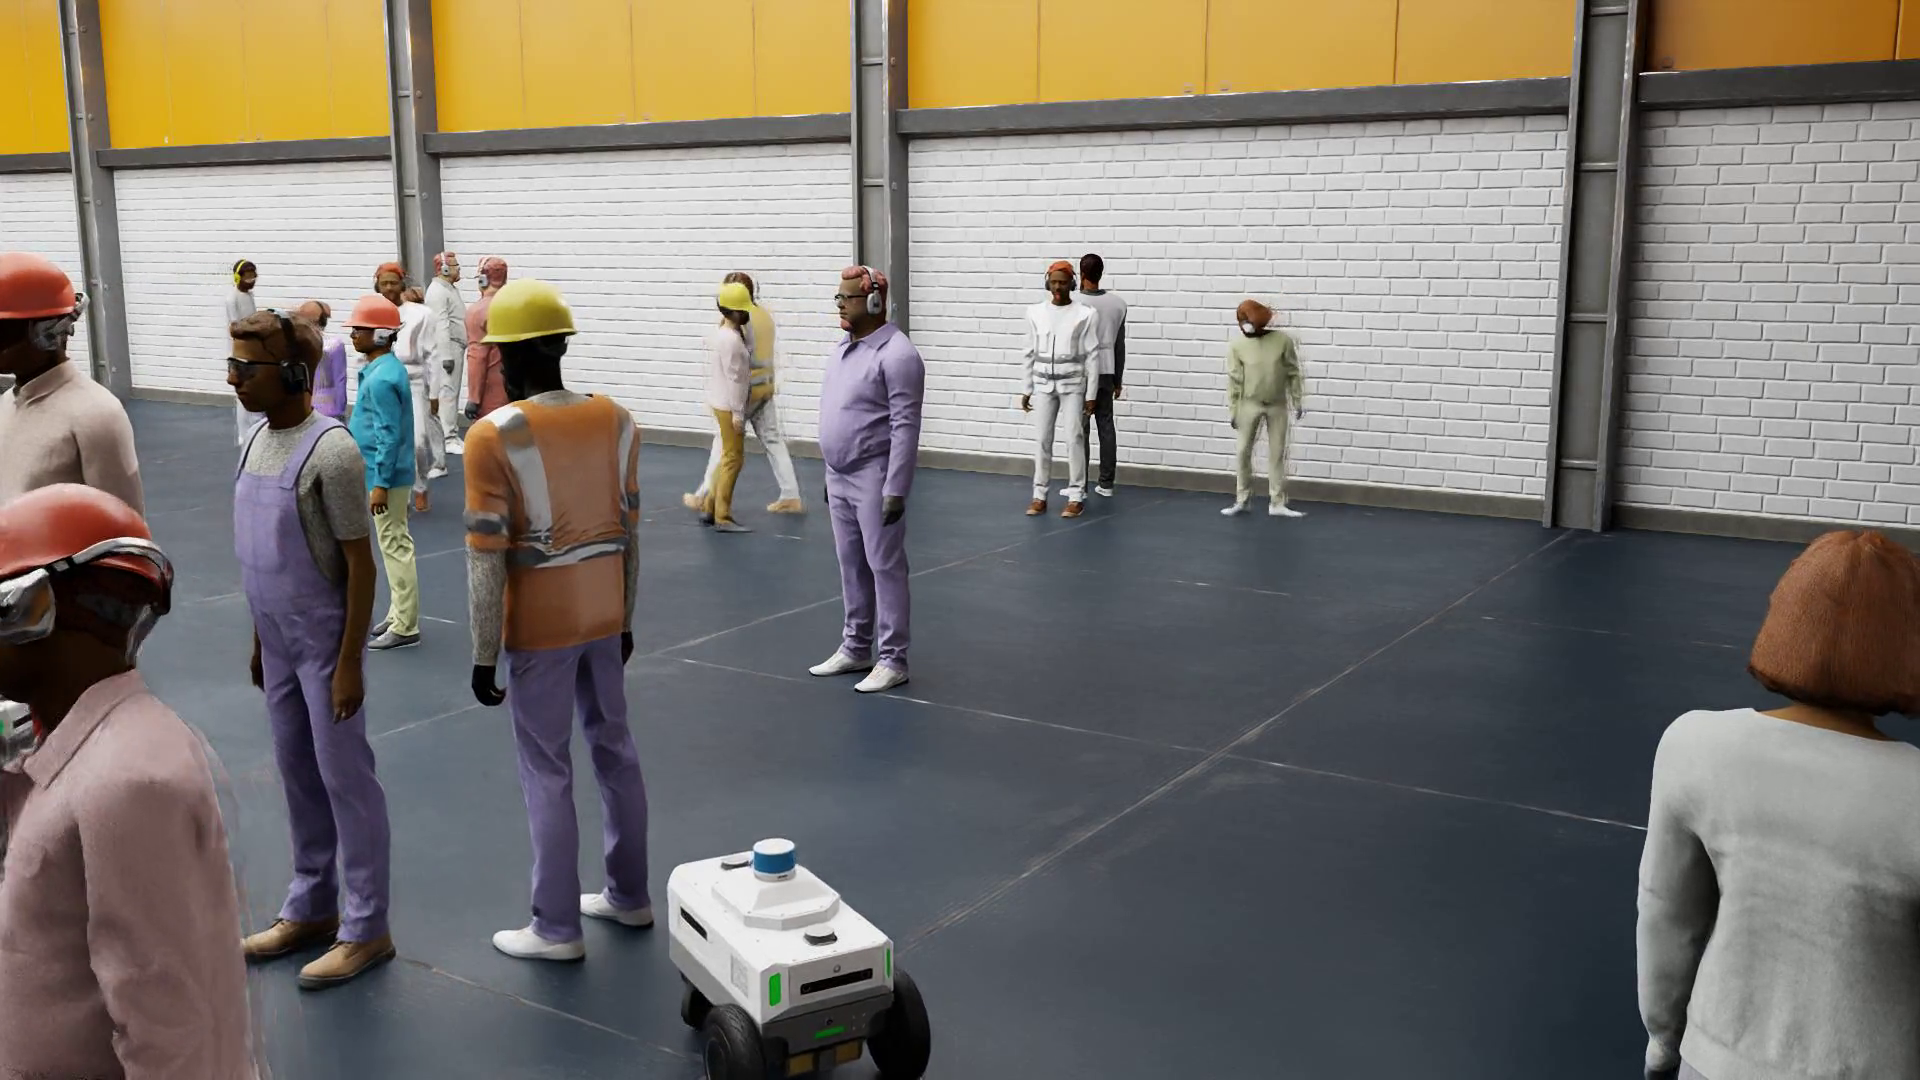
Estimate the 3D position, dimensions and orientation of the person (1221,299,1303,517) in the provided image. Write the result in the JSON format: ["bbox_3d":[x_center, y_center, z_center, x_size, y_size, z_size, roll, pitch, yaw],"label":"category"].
[{"bbox_3d":[2.242,-0.944,12.098,0.610,1.597,0.320,1,10,5],"label":"person"}]

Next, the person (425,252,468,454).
[{"bbox_3d":[-4.834,-1.776,15.828,0.411,1.913,0.643,-2,10,-10],"label":"person"}]

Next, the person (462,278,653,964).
[{"bbox_3d":[-1.157,0.227,4.727,0.409,1.917,0.589,7,12,34],"label":"person"}]

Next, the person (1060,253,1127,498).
[{"bbox_3d":[1.034,-1.281,13.069,0.594,1.919,0.387,-5,11,-25],"label":"person"}]

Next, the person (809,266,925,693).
[{"bbox_3d":[-0.438,-0.274,7.522,0.410,1.908,0.642,-7,13,-36],"label":"person"}]

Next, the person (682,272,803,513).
[{"bbox_3d":[-1.596,-1.078,12.317,0.973,1.791,0.654,5,11,24],"label":"person"}]

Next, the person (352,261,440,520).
[{"bbox_3d":[-4.073,-1.068,12.017,0.589,1.868,0.412,-2,10,-9],"label":"person"}]

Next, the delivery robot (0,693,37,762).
[{"bbox_3d":[-3.627,0.657,5.848,0.707,0.478,0.477,0,10,-1],"label":"delivery robot"}]

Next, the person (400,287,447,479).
[{"bbox_3d":[-4.618,-1.333,14.172,0.508,1.632,0.318,7,13,35],"label":"person"}]

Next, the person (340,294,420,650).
[{"bbox_3d":[-2.874,-0.335,8.281,0.324,1.752,0.563,-3,11,-17],"label":"person"}]

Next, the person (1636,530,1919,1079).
[{"bbox_3d":[1.202,0.793,2.362,0.279,1.632,0.507,-8,13,-37],"label":"person"}]

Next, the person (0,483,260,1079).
[{"bbox_3d":[-1.096,0.789,2.214,0.382,1.700,0.653,-5,11,-26],"label":"person"}]

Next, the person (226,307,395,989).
[{"bbox_3d":[-1.780,0.296,4.535,0.505,1.846,0.347,8,13,38],"label":"person"}]

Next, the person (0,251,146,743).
[{"bbox_3d":[-2.478,0.212,4.589,0.623,1.990,0.398,7,13,35],"label":"person"}]

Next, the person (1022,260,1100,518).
[{"bbox_3d":[0.737,-1.099,12.186,0.580,1.879,0.349,4,11,23],"label":"person"}]

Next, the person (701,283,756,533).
[{"bbox_3d":[-1.629,-0.915,11.566,0.430,1.731,0.681,-2,10,-11],"label":"person"}]

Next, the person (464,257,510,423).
[{"bbox_3d":[-3.279,-1.046,11.805,0.407,1.905,0.655,5,12,27],"label":"person"}]

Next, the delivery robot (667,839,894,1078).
[{"bbox_3d":[-0.453,0.977,4.077,0.477,0.478,0.707,-6,12,-29],"label":"delivery robot"}]

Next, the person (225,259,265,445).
[{"bbox_3d":[-6.972,-1.826,16.331,0.478,1.833,0.583,0,10,1],"label":"person"}]
